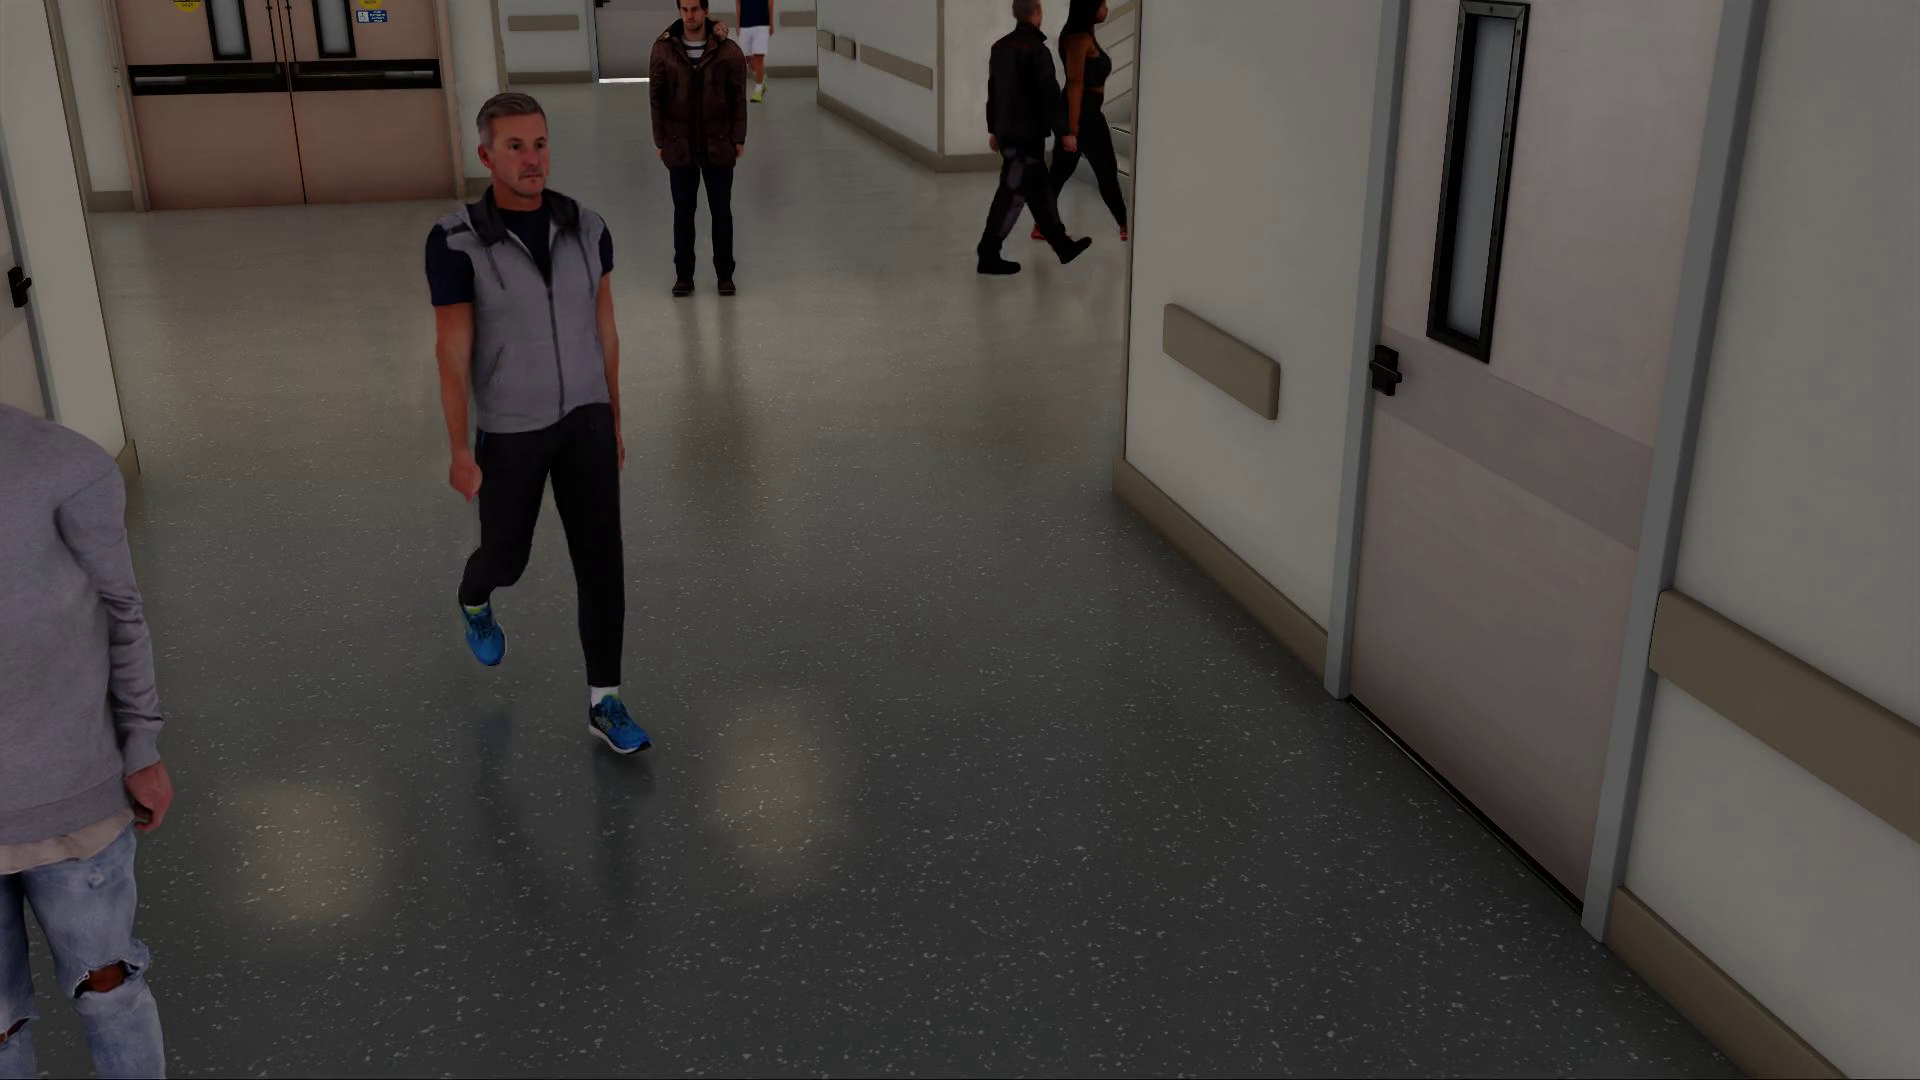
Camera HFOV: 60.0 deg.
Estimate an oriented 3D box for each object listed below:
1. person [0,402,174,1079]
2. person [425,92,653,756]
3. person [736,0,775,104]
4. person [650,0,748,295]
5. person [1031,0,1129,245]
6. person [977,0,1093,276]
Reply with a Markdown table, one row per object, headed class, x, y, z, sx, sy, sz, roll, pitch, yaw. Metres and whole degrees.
| class | x | y | z | sx | sy | sz | roll | pitch | yaw |
| --- | --- | --- | --- | --- | --- | --- | --- | --- | --- |
| person | -1.577 | 0.398 | 2.728 | 0.537 | 1.840 | 0.770 | -8 | 22 | -21 |
| person | -1.218 | -0.314 | 4.664 | 1.187 | 1.801 | 1.056 | -16 | 26 | -36 |
| person | -2.530 | -6.367 | 20.618 | 1.100 | 1.819 | 1.008 | 4 | 21 | 10 |
| person | -1.596 | -2.443 | 10.220 | 0.670 | 1.846 | 0.862 | -2 | 21 | -4 |
| person | 0.739 | -2.908 | 11.556 | 1.212 | 1.770 | 0.876 | -1 | 21 | -2 |
| person | 0.314 | -2.593 | 10.655 | 1.110 | 1.819 | 0.849 | -6 | 22 | -15 |
